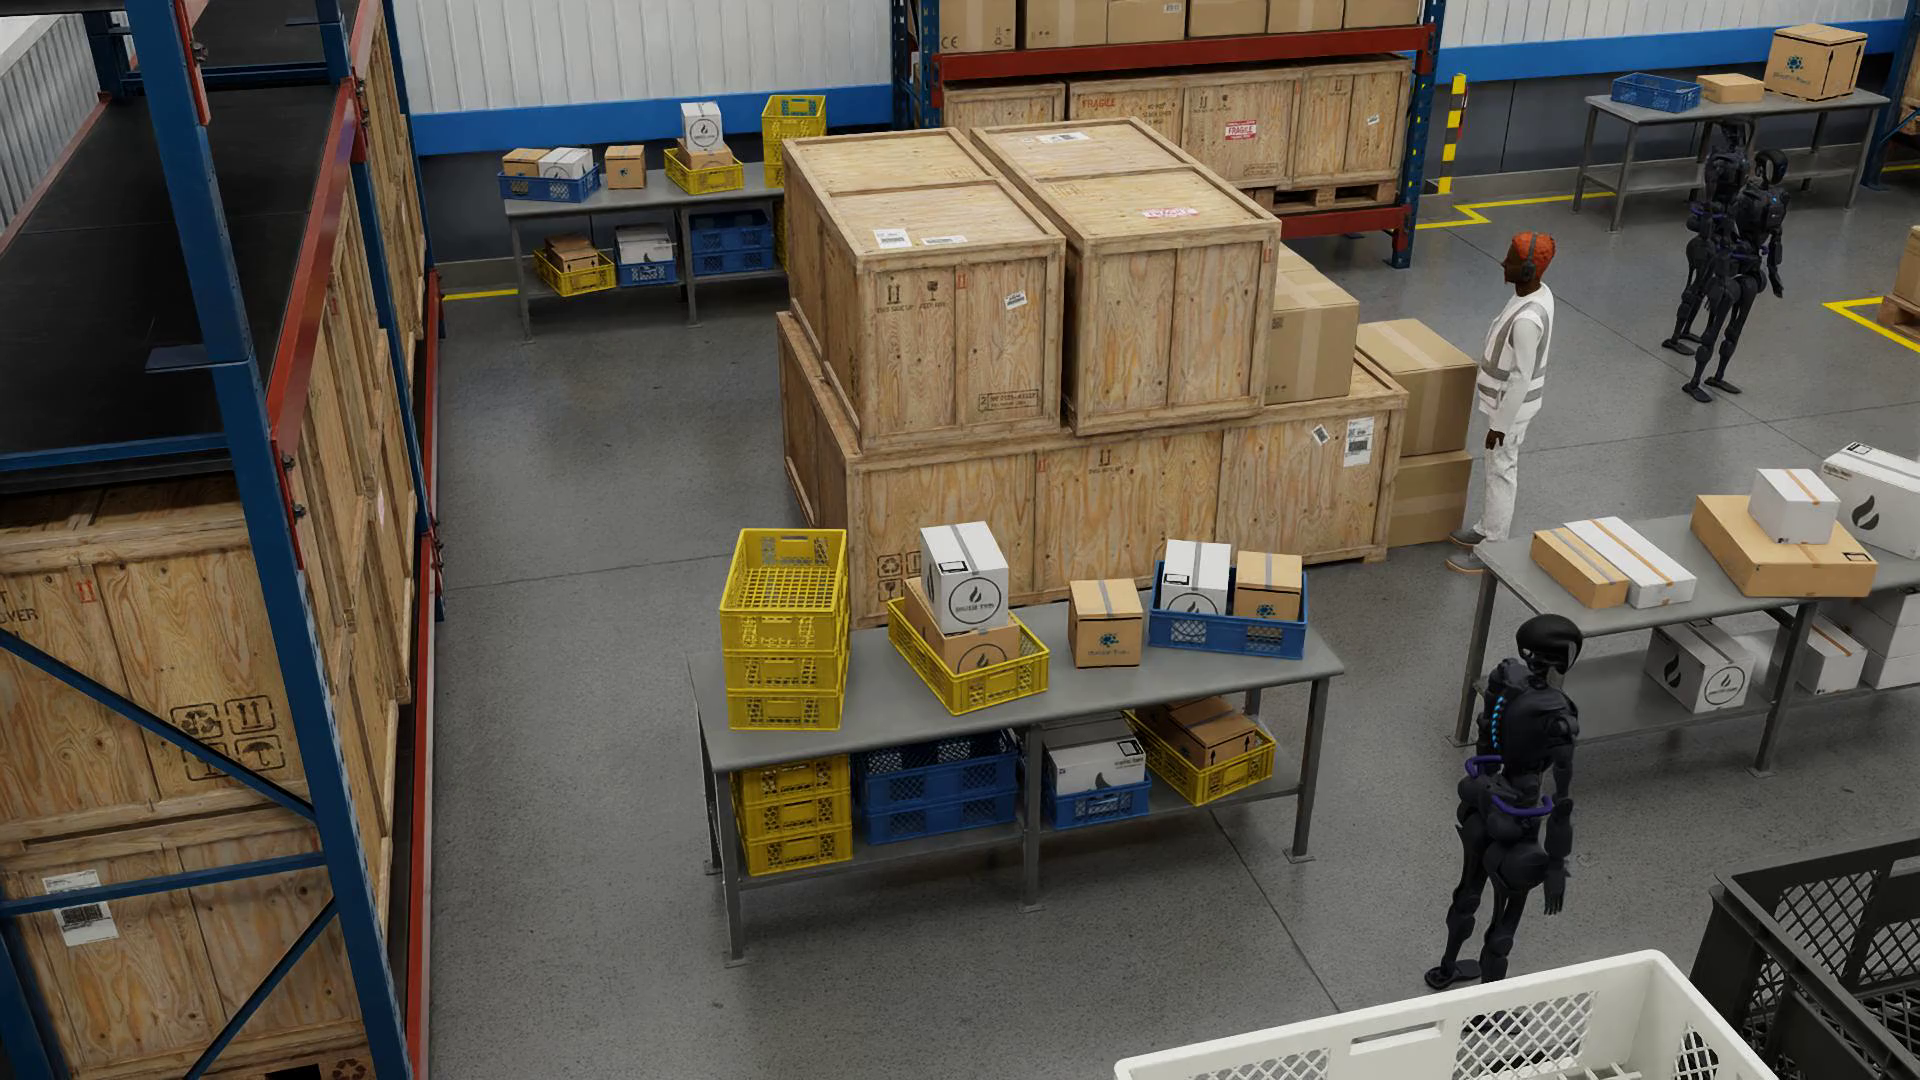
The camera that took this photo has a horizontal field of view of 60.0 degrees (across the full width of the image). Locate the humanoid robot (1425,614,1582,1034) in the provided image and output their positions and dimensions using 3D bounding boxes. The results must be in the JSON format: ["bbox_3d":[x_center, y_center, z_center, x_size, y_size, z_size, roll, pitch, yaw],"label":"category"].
[{"bbox_3d":[1.951,0.983,5.856,0.330,1.657,0.600,-6,29,-11],"label":"humanoid robot"}]

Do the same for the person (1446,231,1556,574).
[{"bbox_3d":[2.858,-0.706,8.726,0.356,1.882,0.574,9,30,16],"label":"person"}]

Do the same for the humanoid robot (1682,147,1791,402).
[{"bbox_3d":[5.070,-1.713,10.750,0.601,1.658,0.324,-14,32,-24],"label":"humanoid robot"}]

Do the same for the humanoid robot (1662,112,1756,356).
[{"bbox_3d":[5.208,-2.120,11.488,0.312,1.660,0.608,23,37,36],"label":"humanoid robot"}]
